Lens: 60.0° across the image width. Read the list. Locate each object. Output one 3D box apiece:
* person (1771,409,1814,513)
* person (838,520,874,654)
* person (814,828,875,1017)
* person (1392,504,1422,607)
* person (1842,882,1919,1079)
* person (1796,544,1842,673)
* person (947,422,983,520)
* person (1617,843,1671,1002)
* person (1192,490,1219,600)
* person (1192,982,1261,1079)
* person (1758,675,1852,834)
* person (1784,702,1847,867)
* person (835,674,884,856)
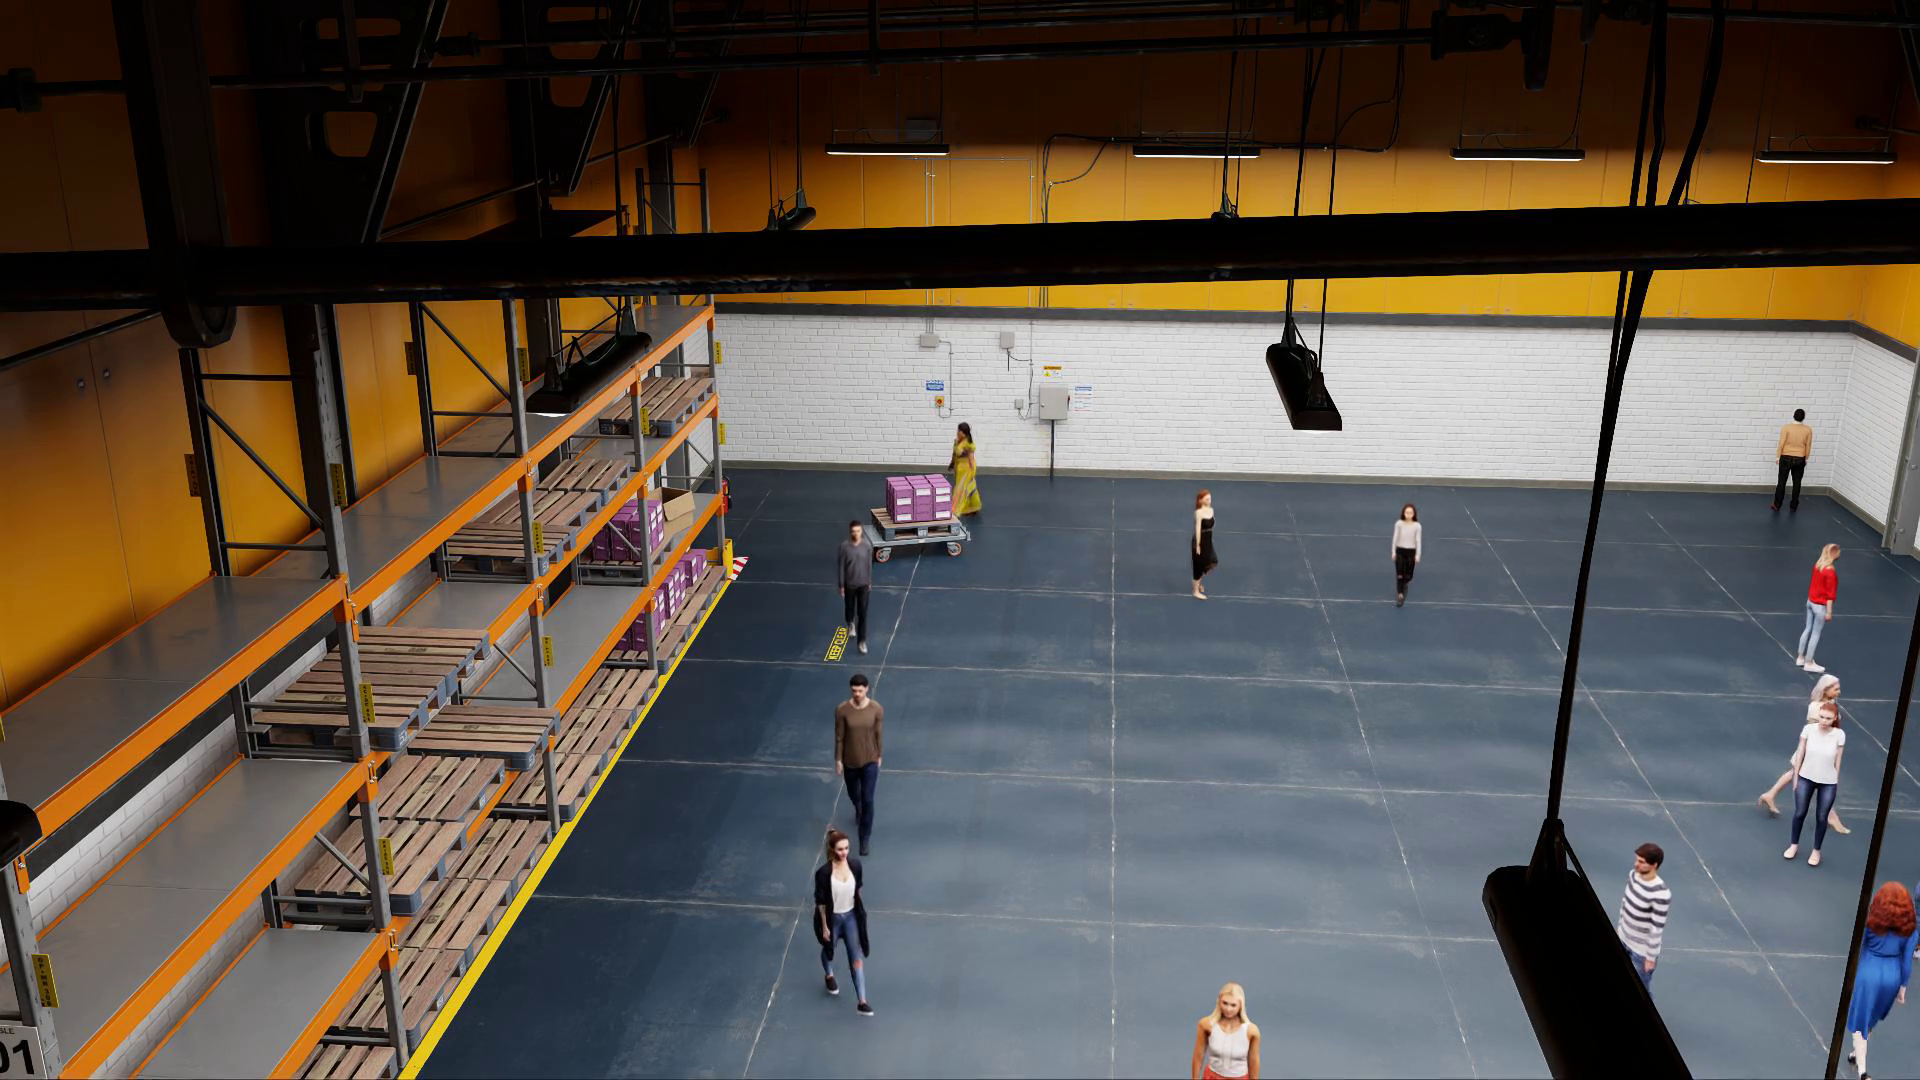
[{"bbox_3d":[13.943,-1.346,27.850,0.694,1.755,0.643,5,19,14],"label":"person"},{"bbox_3d":[-1.395,0.573,22.183,0.849,1.733,1.179,-4,19,-11],"label":"person"},{"bbox_3d":[-1.091,3.249,14.385,0.950,1.639,1.165,-8,20,-21],"label":"person"},{"bbox_3d":[6.370,0.180,23.764,0.677,1.469,0.936,6,20,18],"label":"person"},{"bbox_3d":[7.237,3.587,13.130,0.799,1.801,1.153,6,20,18],"label":"person"},{"bbox_3d":[11.052,0.852,21.403,0.706,1.704,0.491,-1,19,-2],"label":"person"},{"bbox_3d":[0.154,-1.146,27.456,1.179,1.626,1.205,-8,20,-23],"label":"person"},{"bbox_3d":[5.650,3.338,13.801,0.750,1.844,0.544,-3,19,-8],"label":"person"},{"bbox_3d":[3.420,0.046,23.943,0.749,1.610,0.808,-16,24,-39],"label":"person"},{"bbox_3d":[1.920,3.968,11.996,0.661,1.802,0.617,4,19,12],"label":"person"},{"bbox_3d":[8.862,2.199,17.427,1.044,1.689,1.149,13,23,34],"label":"person"},{"bbox_3d":[8.607,2.422,16.688,0.637,1.737,0.655,12,22,32],"label":"person"},{"bbox_3d":[-1.024,2.225,17.098,0.742,1.849,1.226,-1,19,-2],"label":"person"}]
